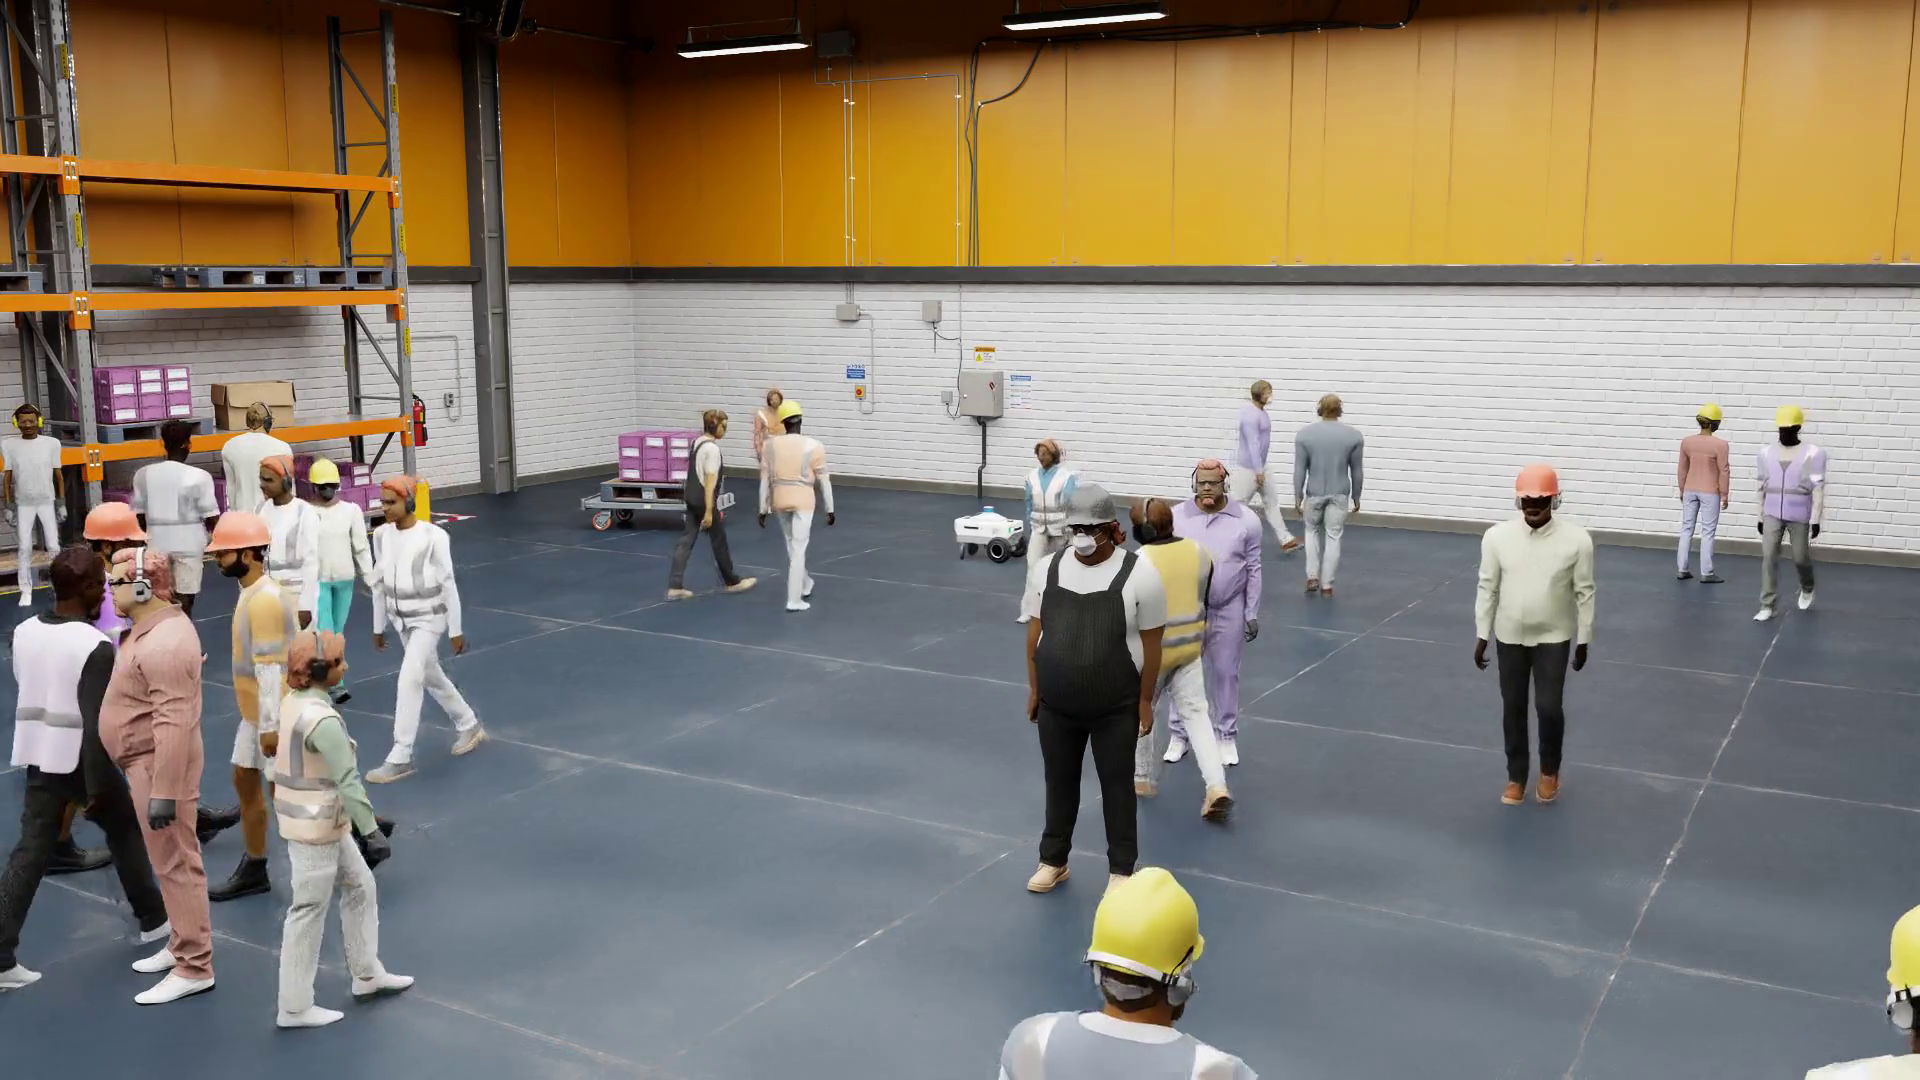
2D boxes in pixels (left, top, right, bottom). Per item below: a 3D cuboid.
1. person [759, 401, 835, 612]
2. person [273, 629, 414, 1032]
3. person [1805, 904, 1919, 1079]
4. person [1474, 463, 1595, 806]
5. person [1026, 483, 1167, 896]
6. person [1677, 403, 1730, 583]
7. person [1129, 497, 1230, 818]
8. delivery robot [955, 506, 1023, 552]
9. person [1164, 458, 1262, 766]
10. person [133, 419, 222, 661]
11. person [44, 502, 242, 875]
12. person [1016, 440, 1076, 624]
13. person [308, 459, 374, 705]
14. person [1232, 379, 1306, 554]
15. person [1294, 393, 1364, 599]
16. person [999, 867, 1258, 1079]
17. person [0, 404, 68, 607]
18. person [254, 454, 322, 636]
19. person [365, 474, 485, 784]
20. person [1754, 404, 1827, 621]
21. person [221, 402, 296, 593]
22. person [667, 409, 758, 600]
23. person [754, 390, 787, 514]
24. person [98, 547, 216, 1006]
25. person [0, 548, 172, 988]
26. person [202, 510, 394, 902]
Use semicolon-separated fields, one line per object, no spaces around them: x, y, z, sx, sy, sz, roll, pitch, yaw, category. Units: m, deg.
-1.458;-0.329;15.189;0.638;1.861;0.980;3;9;16;person
-2.483;1.158;6.713;0.678;1.613;0.517;-5;10;-29;person
1.954;1.607;3.313;0.607;1.805;0.447;4;10;24;person
3.241;0.547;9.413;0.618;1.980;0.459;5;10;29;person
0.616;0.734;8.040;0.689;2.000;0.539;4;10;22;person
7.311;-0.459;16.342;0.310;1.768;0.533;-6;11;-33;person
1.183;0.649;9.346;0.636;1.799;0.933;-4;10;-23;person
0.305;-0.114;17.666;0.707;0.478;0.477;5;10;29;delivery robot
1.527;0.444;10.268;0.651;1.906;0.409;2;9;11;person
-5.856;0.046;12.631;0.642;1.938;0.772;1;9;9;person
-4.213;0.744;8.461;1.009;1.880;0.547;-4;10;-22;person
0.805;-0.090;14.583;0.521;1.592;0.879;5;10;28;person
-4.416;0.294;11.744;0.550;1.718;0.882;-7;11;-37;person
3.274;-0.761;17.802;0.991;1.894;0.654;4;10;25;person
3.466;-0.425;15.652;0.648;1.912;0.661;2;9;10;person
0.327;1.587;3.460;0.598;1.812;0.749;5;10;28;person
-8.448;-0.316;15.199;0.509;1.853;0.318;-4;10;-26;person
-4.401;0.387;10.743;0.610;1.862;0.613;5;10;27;person
-3.289;0.497;10.197;0.601;1.842;0.939;5;11;31;person
7.316;-0.253;14.642;0.793;1.908;0.594;-9;13;-44;person
-6.011;-0.219;14.329;0.625;1.935;0.364;1;9;6;person
-2.346;-0.330;15.490;0.936;1.784;0.605;-6;11;-33;person
-2.309;-1.075;20.737;0.515;1.588;0.895;-3;10;-17;person
-3.368;0.972;6.972;0.407;1.906;0.655;-4;10;-26;person
-3.869;0.967;7.205;0.587;1.871;1.029;4;10;23;person
-3.271;0.789;8.099;0.800;1.912;0.558;-5;11;-30;person
